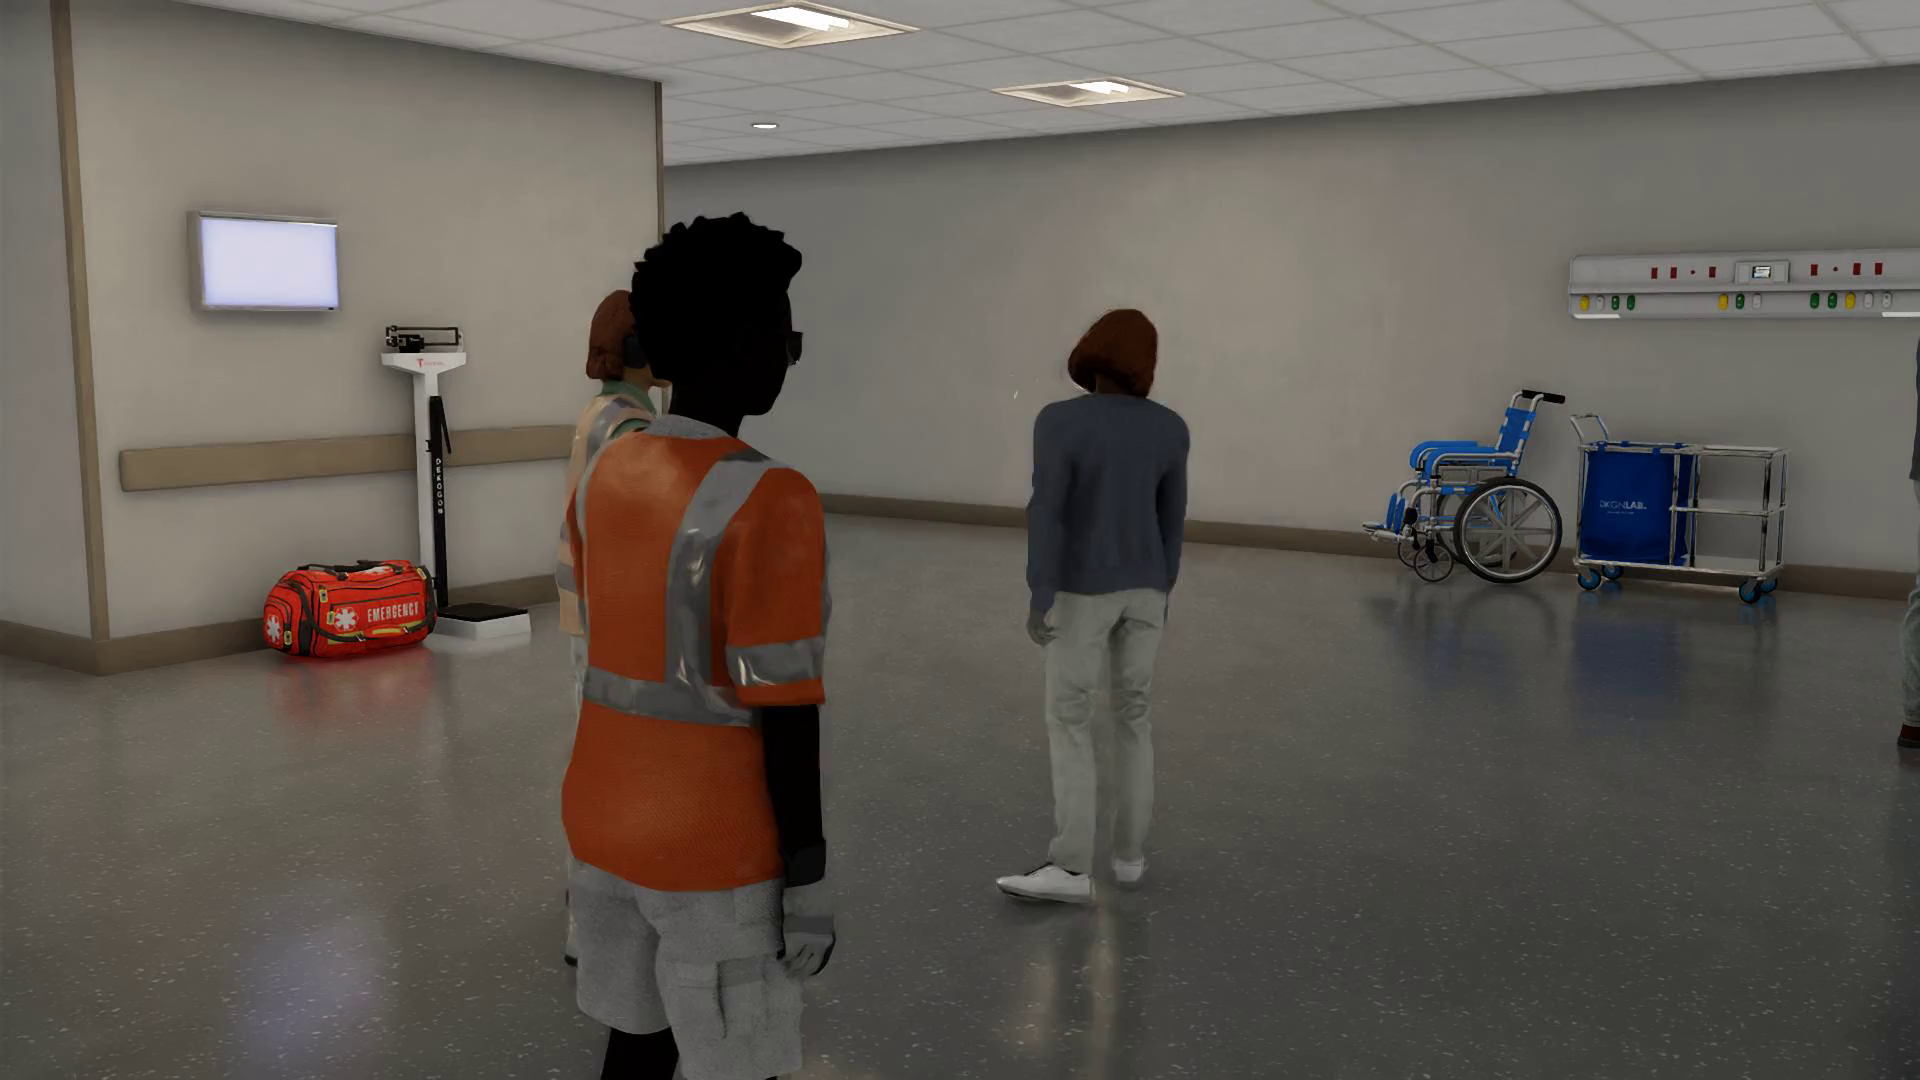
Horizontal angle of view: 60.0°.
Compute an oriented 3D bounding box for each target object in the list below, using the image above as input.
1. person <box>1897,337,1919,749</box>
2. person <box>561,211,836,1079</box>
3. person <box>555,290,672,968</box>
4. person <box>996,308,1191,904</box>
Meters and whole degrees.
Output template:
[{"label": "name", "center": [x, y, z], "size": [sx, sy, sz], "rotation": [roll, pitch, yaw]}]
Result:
[{"label": "person", "center": [3.578, -0.166, 5.891], "size": [0.372, 1.940, 0.632], "rotation": [2, 7, 12]}, {"label": "person", "center": [-0.353, 0.411, 2.257], "size": [0.321, 1.688, 0.535], "rotation": [-6, 9, -40]}, {"label": "person", "center": [-0.823, 0.217, 4.037], "size": [0.336, 1.628, 0.596], "rotation": [-2, 7, -19]}, {"label": "person", "center": [0.361, 0.170, 4.556], "size": [0.644, 1.597, 0.396], "rotation": [-4, 8, -30]}]
